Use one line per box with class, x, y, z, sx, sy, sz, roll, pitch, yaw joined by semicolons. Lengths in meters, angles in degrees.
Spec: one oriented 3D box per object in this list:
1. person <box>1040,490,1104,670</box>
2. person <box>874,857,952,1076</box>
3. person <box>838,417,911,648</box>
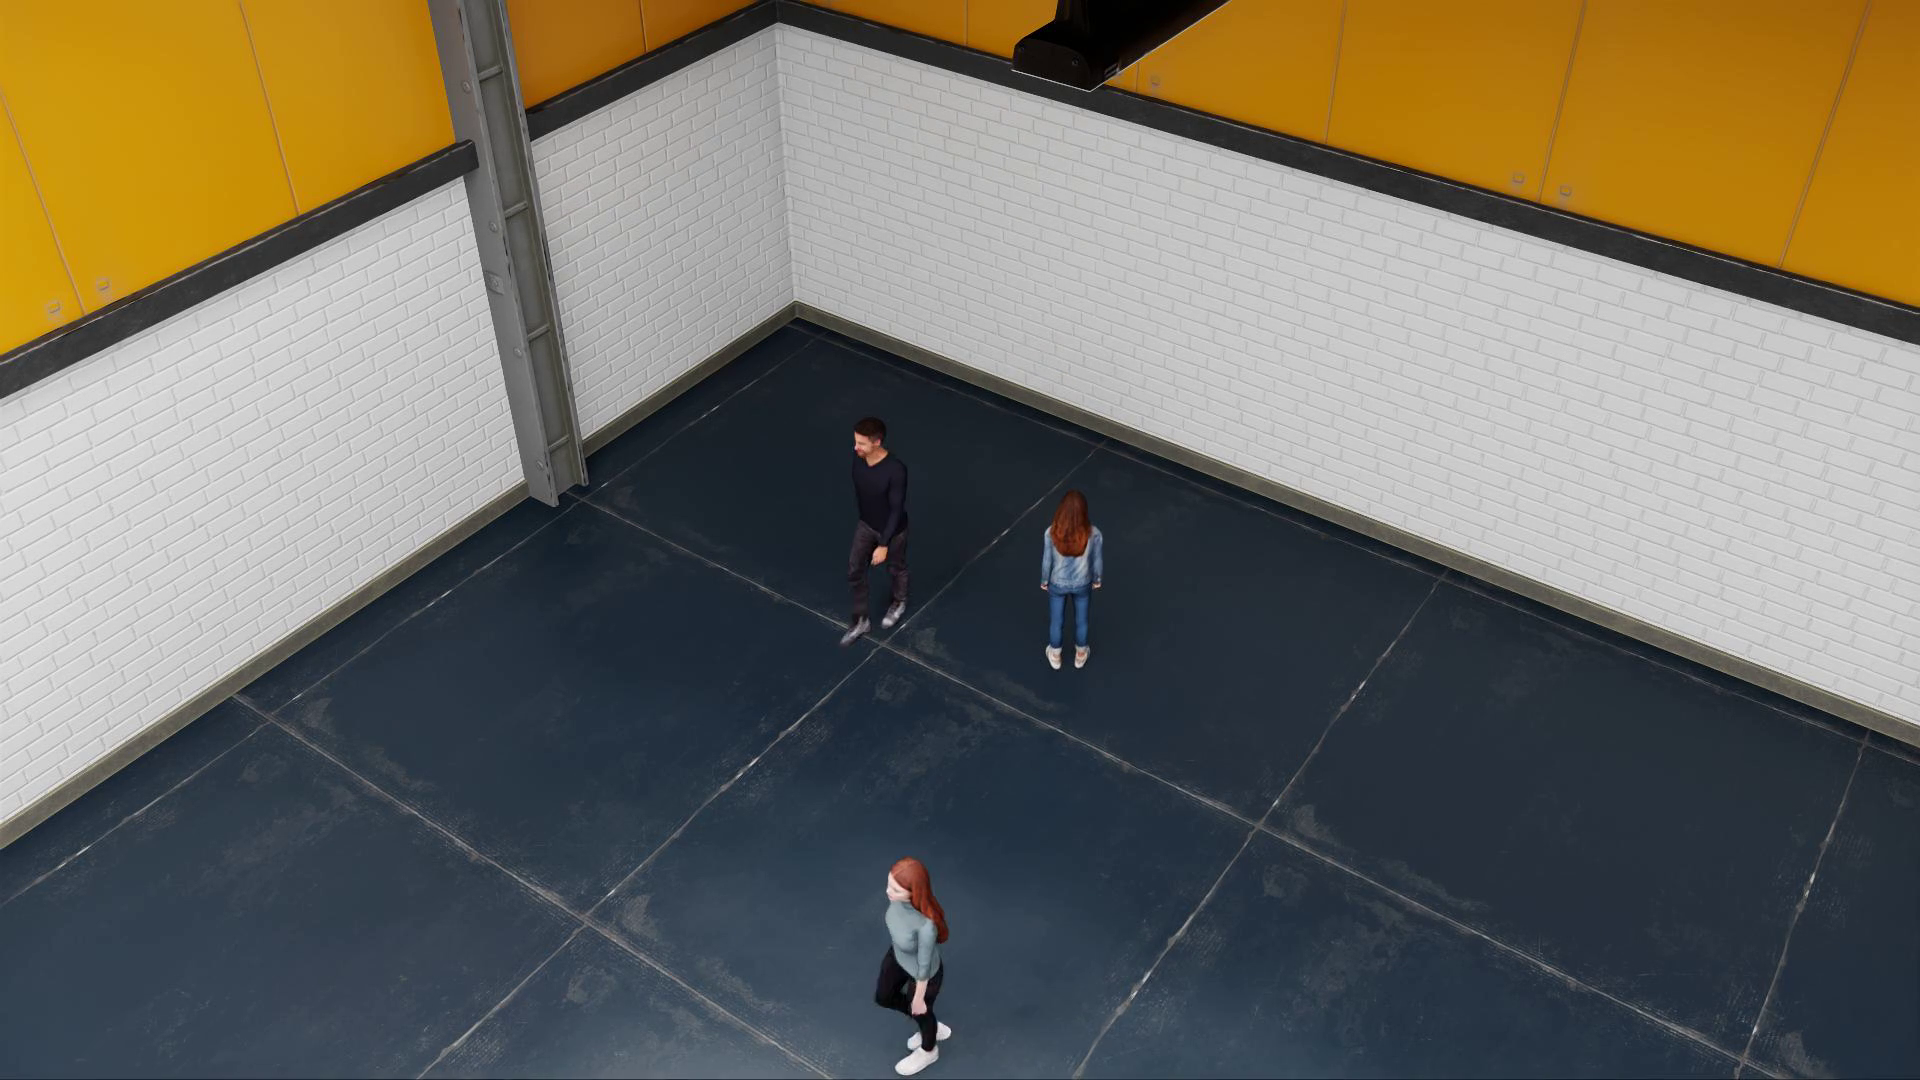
person;0.752;0.276;11.351;0.643;1.475;0.664;1;39;1
person;-0.160;2.215;8.717;0.778;1.732;0.731;-15;41;-18
person;-0.483;-0.128;11.563;0.612;1.841;0.863;24;44;27
